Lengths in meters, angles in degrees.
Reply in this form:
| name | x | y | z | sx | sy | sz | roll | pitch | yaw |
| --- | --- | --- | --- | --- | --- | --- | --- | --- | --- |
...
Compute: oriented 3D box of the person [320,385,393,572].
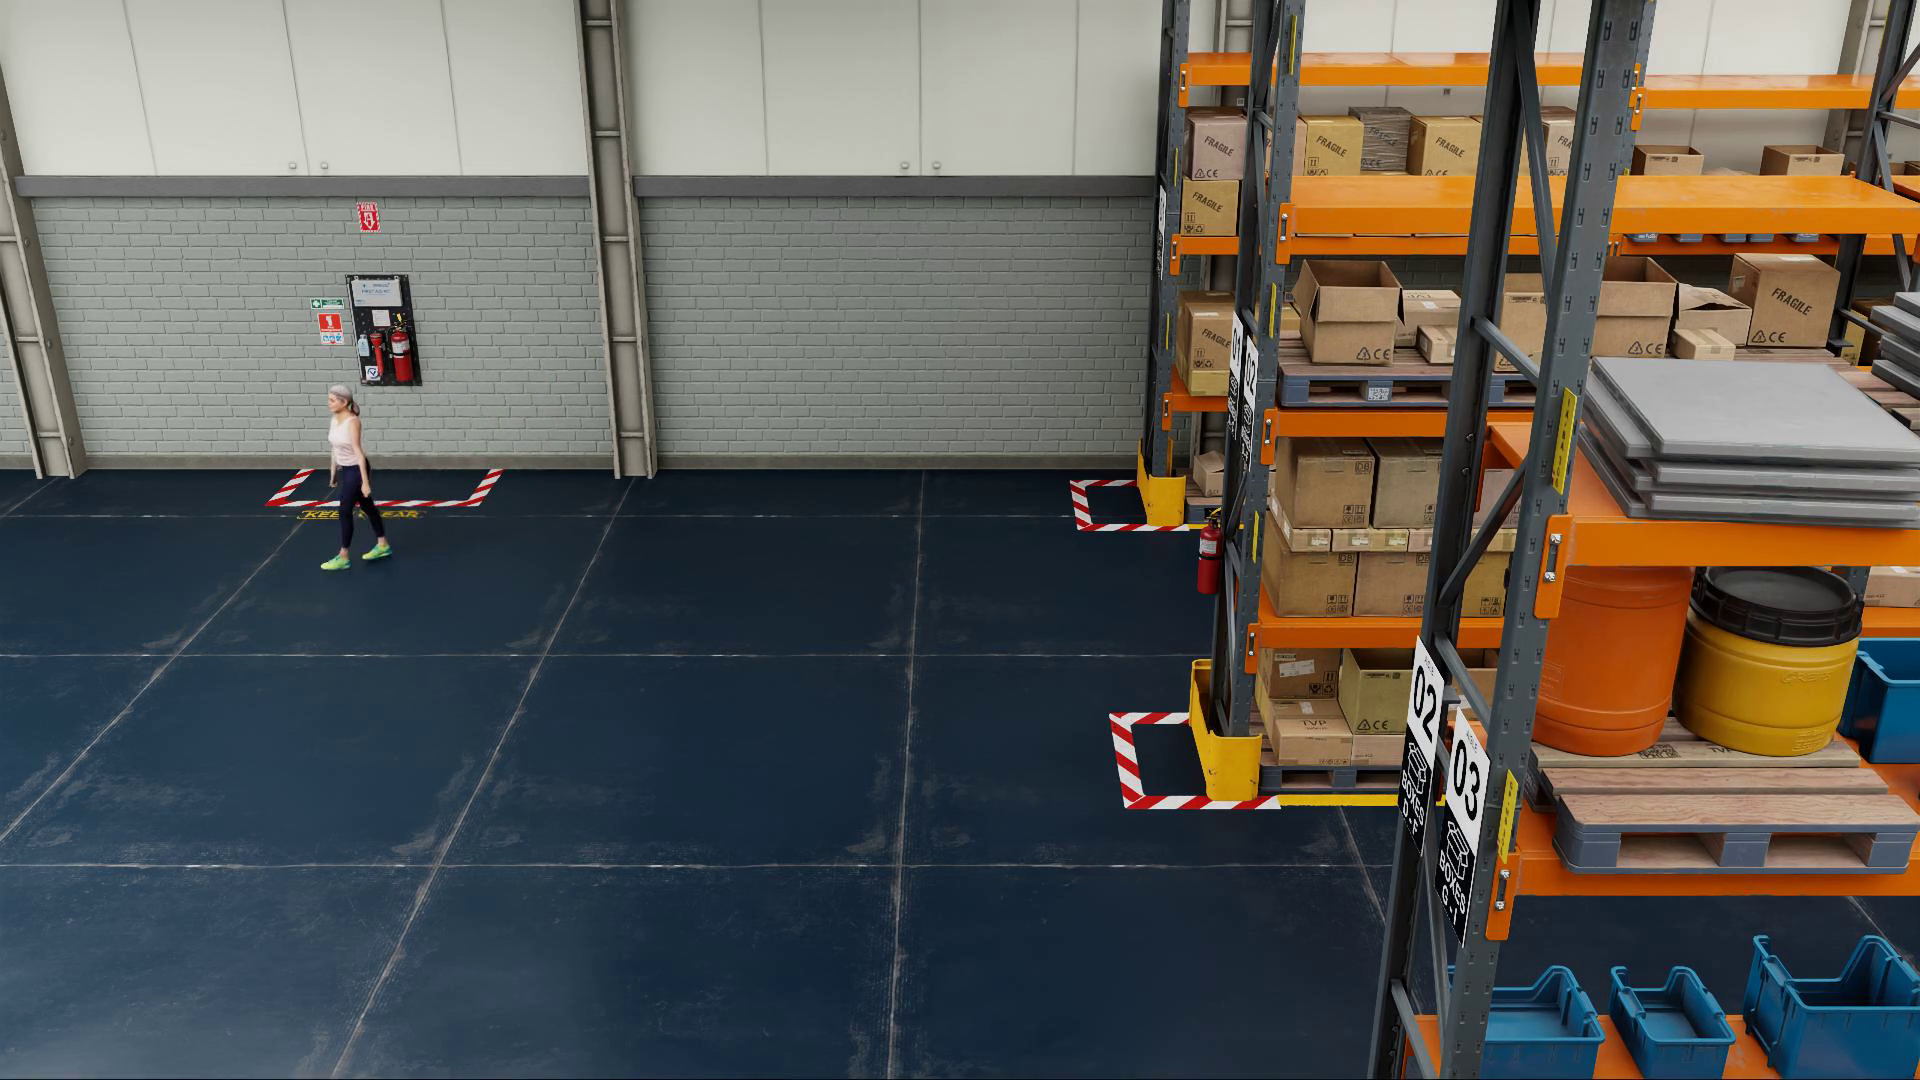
| name | x | y | z | sx | sy | sz | roll | pitch | yaw |
| --- | --- | --- | --- | --- | --- | --- | --- | --- | --- |
| person | -5.370 | -0.603 | 15.010 | 1.030 | 1.684 | 0.940 | -18 | 29 | -36 |
